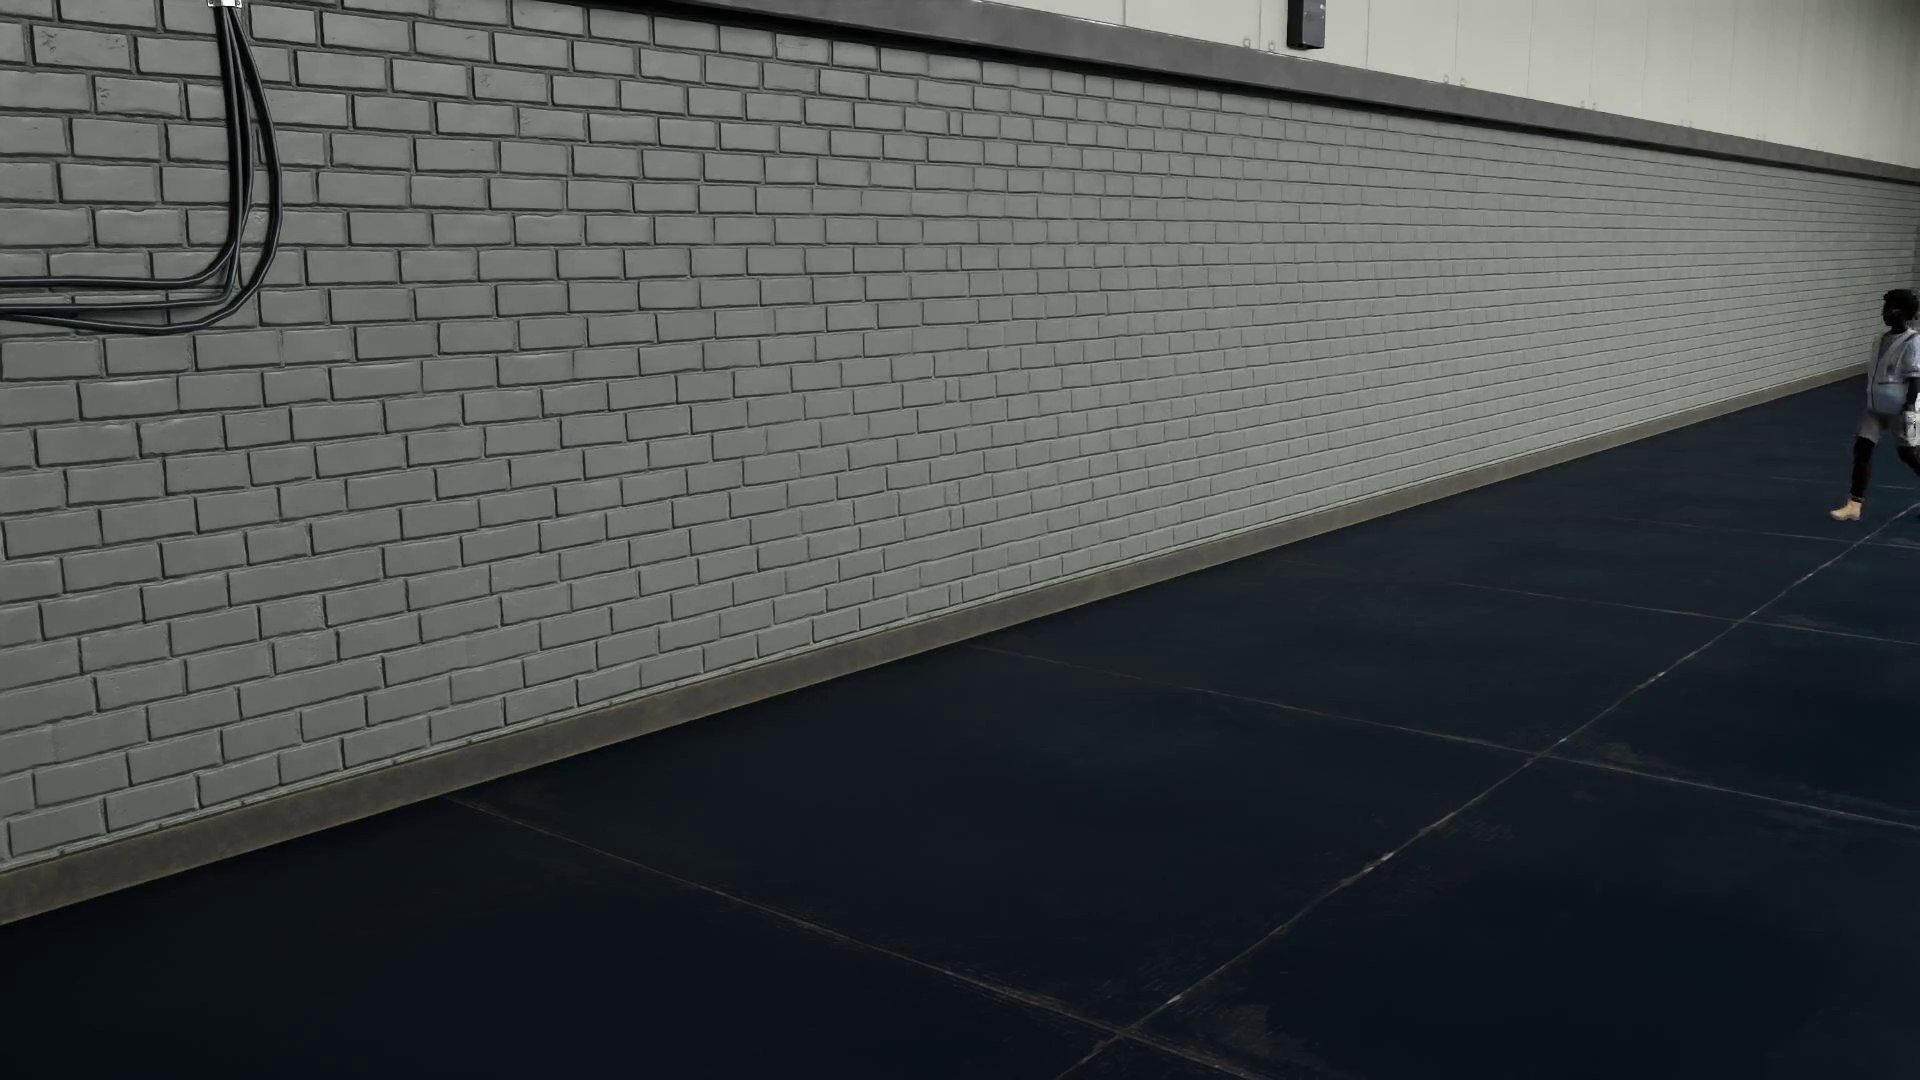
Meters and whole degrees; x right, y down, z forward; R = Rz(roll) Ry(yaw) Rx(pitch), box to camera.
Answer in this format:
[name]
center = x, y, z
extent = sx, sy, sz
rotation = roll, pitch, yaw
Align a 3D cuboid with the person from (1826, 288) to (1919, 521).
[person]
center = 6.716, -0.957, 11.864
extent = 0.817, 1.668, 0.537
rotation = -1, 10, -6
